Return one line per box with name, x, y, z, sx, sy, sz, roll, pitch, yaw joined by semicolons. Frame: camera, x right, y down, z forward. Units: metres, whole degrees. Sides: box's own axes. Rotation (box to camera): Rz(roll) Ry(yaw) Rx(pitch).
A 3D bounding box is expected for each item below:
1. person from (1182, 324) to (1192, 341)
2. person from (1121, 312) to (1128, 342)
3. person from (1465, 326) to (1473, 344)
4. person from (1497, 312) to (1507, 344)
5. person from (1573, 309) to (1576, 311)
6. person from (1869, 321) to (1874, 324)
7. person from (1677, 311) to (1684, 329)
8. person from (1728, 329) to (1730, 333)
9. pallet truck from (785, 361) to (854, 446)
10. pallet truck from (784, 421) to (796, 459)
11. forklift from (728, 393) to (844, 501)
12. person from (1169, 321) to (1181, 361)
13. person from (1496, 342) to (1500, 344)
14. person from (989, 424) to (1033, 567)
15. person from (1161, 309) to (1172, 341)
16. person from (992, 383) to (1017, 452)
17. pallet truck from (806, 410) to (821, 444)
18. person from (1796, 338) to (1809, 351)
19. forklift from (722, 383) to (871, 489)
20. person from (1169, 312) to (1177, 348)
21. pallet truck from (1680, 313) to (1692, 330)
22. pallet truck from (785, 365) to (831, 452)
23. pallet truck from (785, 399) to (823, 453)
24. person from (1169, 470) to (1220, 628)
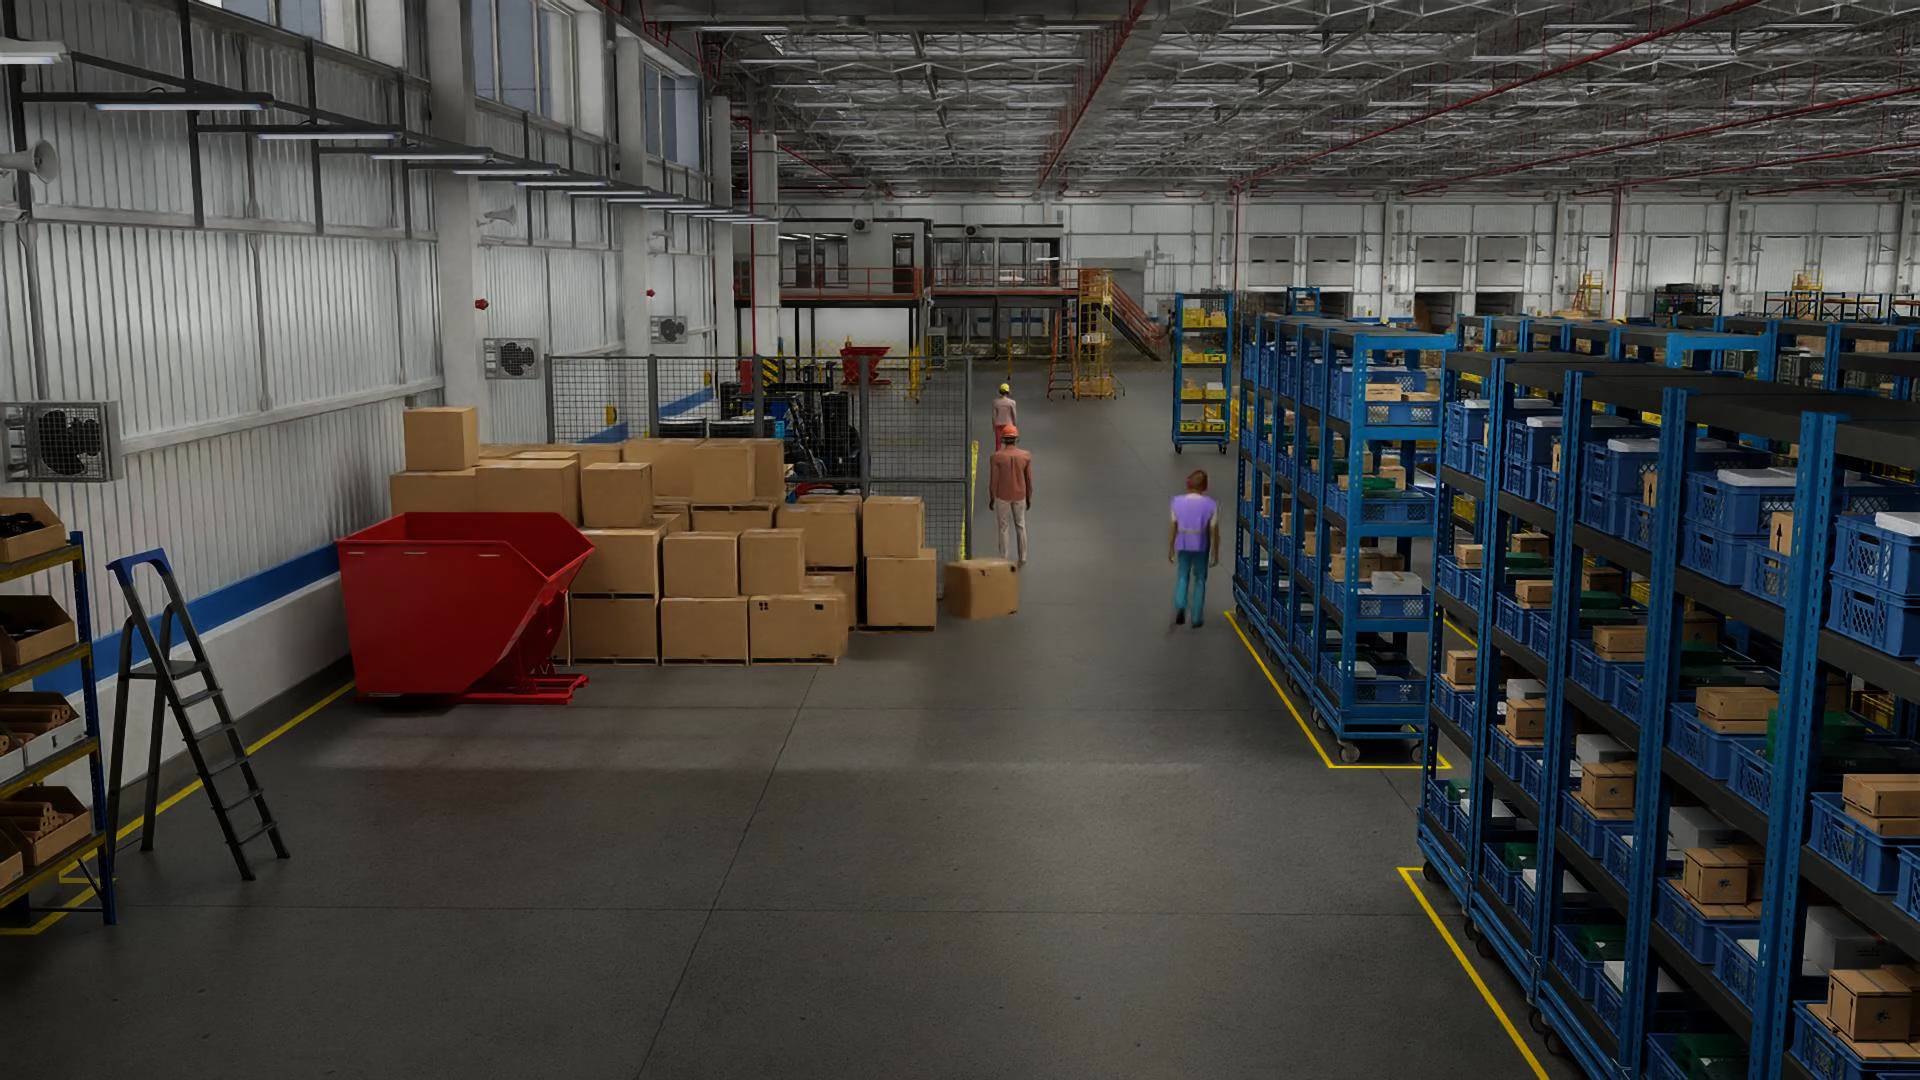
person;13.184;-12.444;96.735;0.705;1.782;0.925;-8;12;-41
person;9.375;-12.218;95.130;0.544;1.851;0.403;0;9;-3
person;24.757;-9.936;80.926;0.357;1.881;0.574;-2;9;-10
person;29.227;-11.375;89.754;0.585;1.904;0.458;-7;12;-37
person;34.250;-11.896;92.849;0.375;1.935;0.551;2;10;14
person;41.099;-8.955;75.091;0.546;1.817;0.998;0;9;1
person;38.946;-11.422;89.948;0.585;1.929;0.375;-7;11;-35
person;29.789;-7.332;64.608;0.614;1.962;0.362;-7;11;-35
pallet truck;-3.410;-3.193;38.978;1.885;1.965;0.823;0;9;-1
pallet truck;-4.013;-1.793;32.705;1.601;1.201;0.680;0;9;1
forklift;-2.979;-1.316;26.476;2.680;1.987;1.157;0;9;1
person;9.716;-8.974;75.178;0.542;1.819;0.440;4;10;25
person;17.205;-5.439;53.414;0.598;1.810;0.728;8;12;42
person;0.693;-0.601;23.002;0.623;1.990;0.391;-3;10;-15
person;12.134;-12.540;96.984;0.838;1.892;0.602;-2;9;-13
person;0.922;-2.376;34.652;0.530;1.768;0.312;2;9;11
pallet truck;-3.559;-2.018;33.905;1.522;1.261;0.704;0;9;-1
person;27.696;-5.724;54.978;0.636;1.872;0.836;1;9;5
forklift;-2.893;-1.687;28.729;2.680;1.987;1.157;0;9;-1
person;11.359;-11.136;88.236;0.390;1.914;0.587;-4;10;-24
pallet truck;36.315;-10.531;84.244;0.823;1.965;1.885;-6;11;-33
pallet truck;-3.774;-2.976;37.635;1.885;1.965;0.823;1;9;5
pallet truck;-3.814;-2.432;36.419;1.630;1.274;0.653;0;9;1
person;2.698;0.110;19.123;0.592;1.827;0.444;4;10;21
